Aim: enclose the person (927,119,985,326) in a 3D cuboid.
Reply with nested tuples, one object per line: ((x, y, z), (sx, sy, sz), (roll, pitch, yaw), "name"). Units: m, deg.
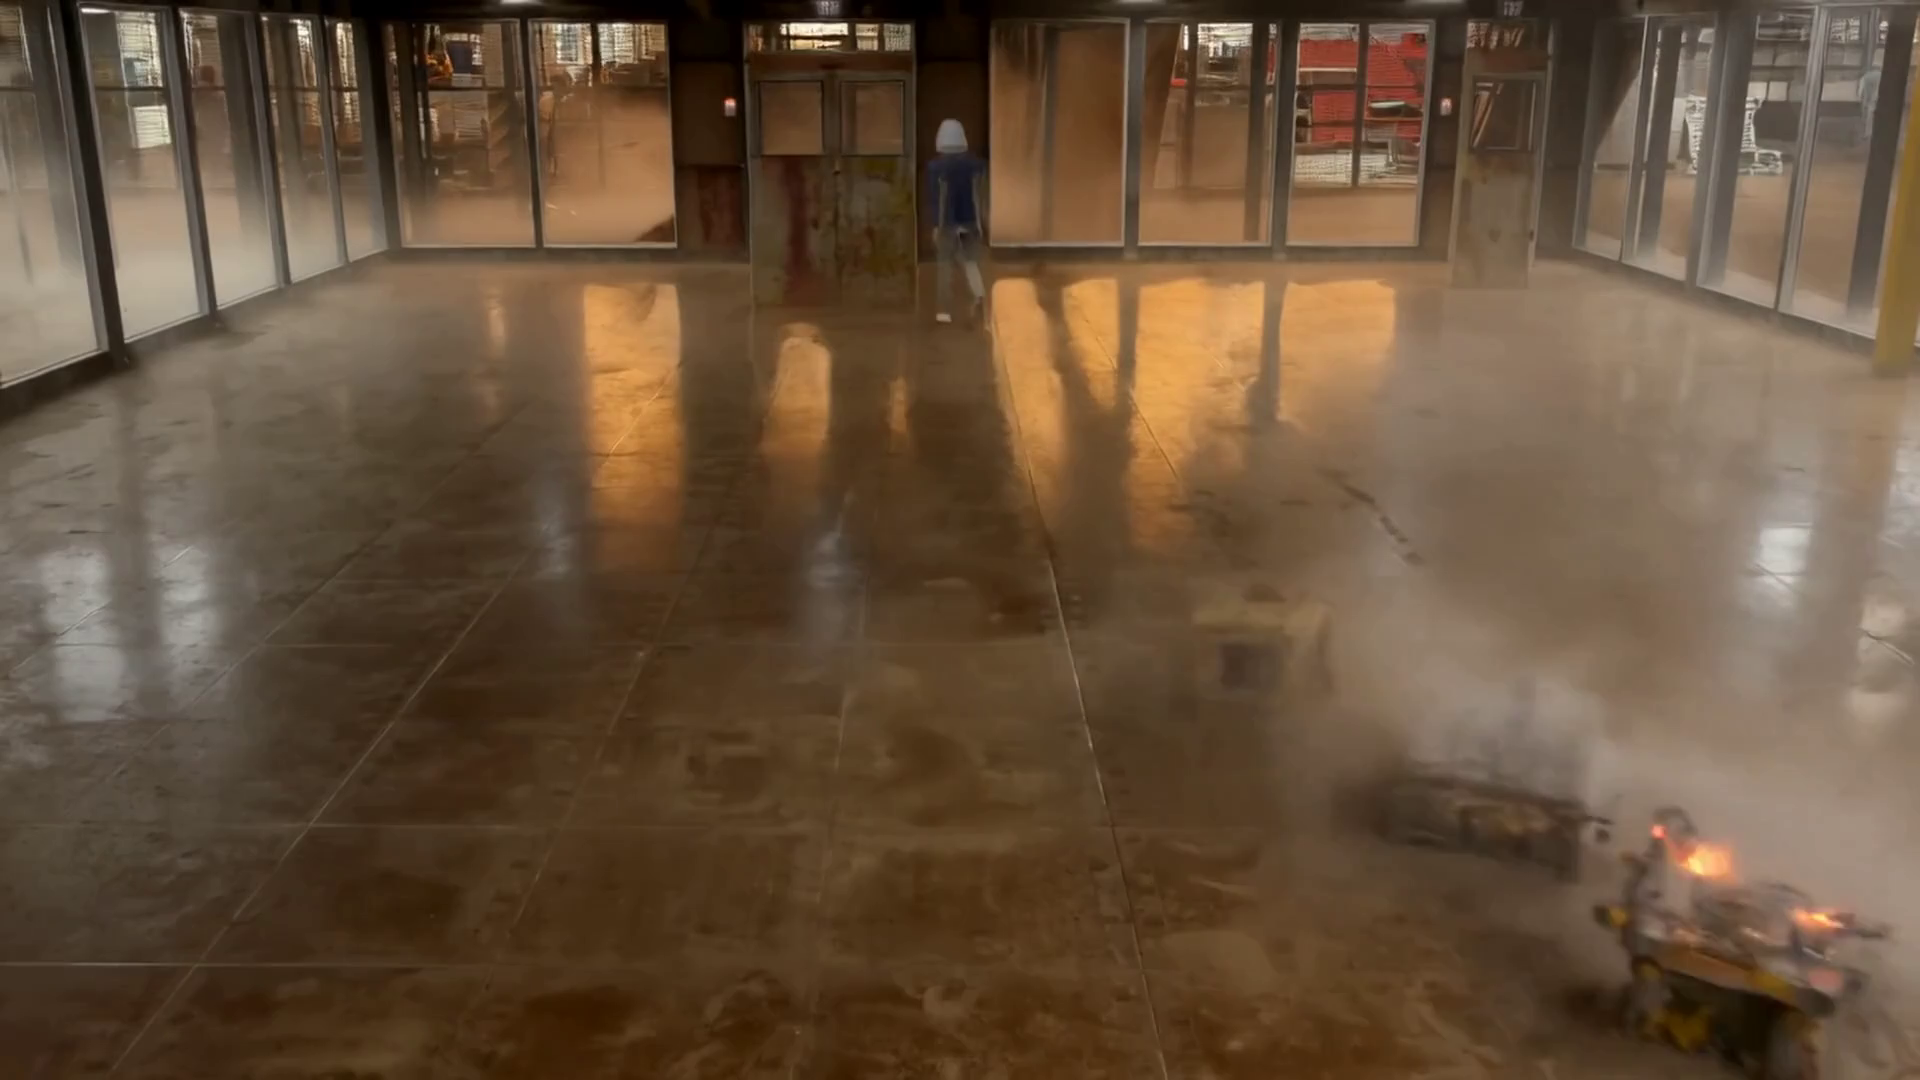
((-0.009, -2.478, 13.053), (0.503, 1.609, 0.684), (-5, 17, -18), "person")
